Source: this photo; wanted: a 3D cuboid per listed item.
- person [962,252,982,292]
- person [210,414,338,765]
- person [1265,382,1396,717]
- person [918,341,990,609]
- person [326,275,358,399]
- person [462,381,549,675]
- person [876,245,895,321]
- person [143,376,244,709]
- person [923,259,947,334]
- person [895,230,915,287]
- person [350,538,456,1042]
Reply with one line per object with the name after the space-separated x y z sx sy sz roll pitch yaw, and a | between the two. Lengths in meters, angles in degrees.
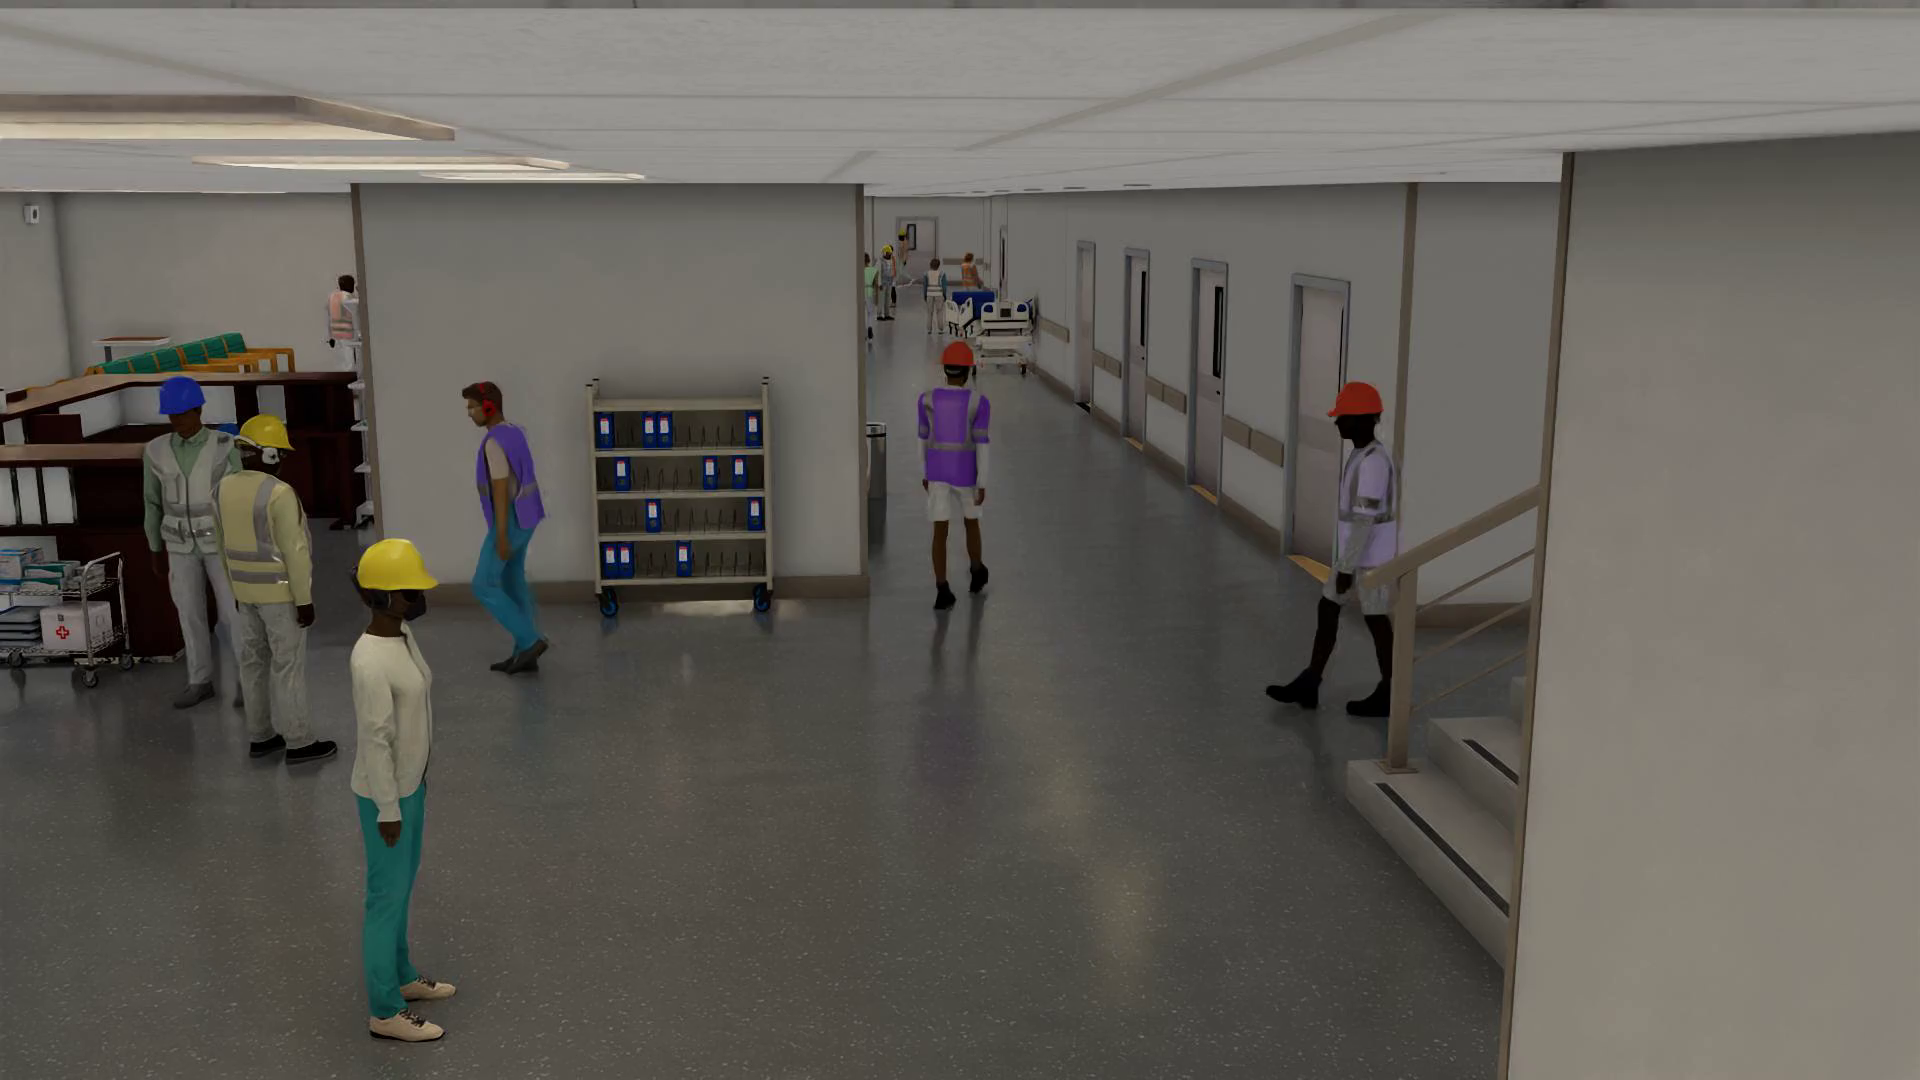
0.250 -6.346 41.418 0.475 1.617 0.539 -10 15 -39 | person
-3.567 0.259 8.636 0.588 1.823 0.403 6 13 28 | person
2.121 0.071 9.335 0.860 1.904 0.577 1 12 4 | person
-0.023 -0.494 12.133 0.548 1.899 0.923 2 12 10 | person
-8.998 -2.978 24.448 0.630 1.823 0.443 8 14 35 | person
-2.790 -0.065 10.229 0.464 1.815 0.610 0 12 -2 | person
-1.801 -6.235 40.377 0.403 1.824 0.600 8 14 35 | person
-4.355 0.022 9.525 0.617 1.933 0.417 -1 12 -3 | person
-0.545 -5.329 36.396 0.523 1.636 0.311 3 12 14 | person
-1.861 -9.379 55.506 0.545 1.910 0.591 -2 12 -7 | person
-1.952 0.861 5.831 0.325 1.767 0.533 -2 12 -8 | person
